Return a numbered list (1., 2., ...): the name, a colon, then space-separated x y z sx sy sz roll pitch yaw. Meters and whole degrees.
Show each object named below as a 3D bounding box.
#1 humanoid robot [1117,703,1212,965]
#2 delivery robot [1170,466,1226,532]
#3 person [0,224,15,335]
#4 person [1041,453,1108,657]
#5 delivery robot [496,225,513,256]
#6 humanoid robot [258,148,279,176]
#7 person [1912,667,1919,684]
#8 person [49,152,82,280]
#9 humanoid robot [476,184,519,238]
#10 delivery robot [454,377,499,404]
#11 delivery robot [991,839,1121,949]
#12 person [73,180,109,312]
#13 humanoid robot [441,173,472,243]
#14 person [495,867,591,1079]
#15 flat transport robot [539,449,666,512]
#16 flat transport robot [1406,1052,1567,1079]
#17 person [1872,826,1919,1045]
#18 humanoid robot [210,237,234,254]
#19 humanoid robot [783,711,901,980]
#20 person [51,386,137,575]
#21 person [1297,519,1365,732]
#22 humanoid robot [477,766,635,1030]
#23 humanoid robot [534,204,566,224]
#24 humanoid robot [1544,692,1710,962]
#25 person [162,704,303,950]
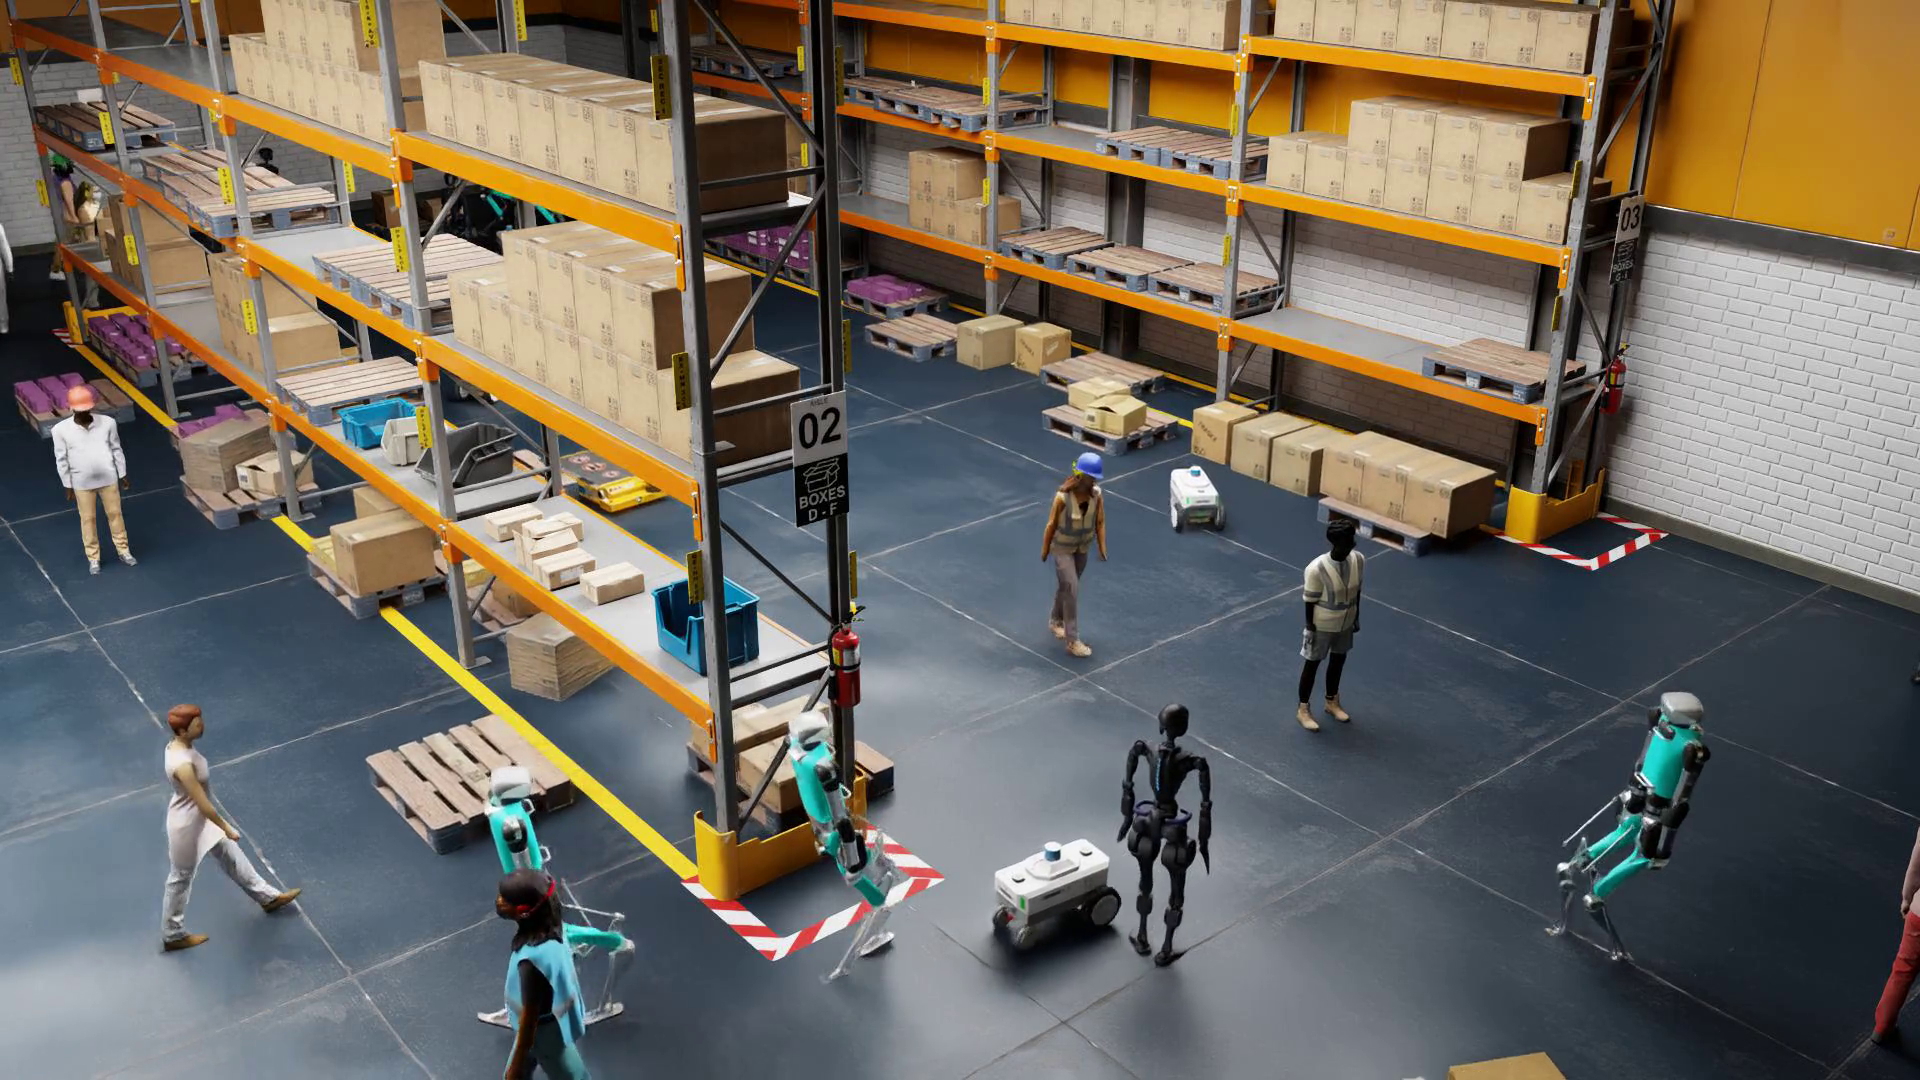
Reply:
1. humanoid robot: 1.212 1.729 9.868 0.613 1.641 0.349 13 26 27
2. delivery robot: 2.295 -0.404 16.243 0.499 0.614 0.790 -2 23 -5
3. person: -12.839 -3.597 21.959 0.670 1.860 0.471 -4 24 -10
4. person: 0.940 0.089 13.581 0.492 1.730 0.816 -14 27 -28
5. delivery robot: -6.986 -4.585 25.920 0.499 0.610 0.788 -10 25 -23
6. humanoid robot: -10.939 -5.436 26.505 0.605 1.629 0.752 14 27 29
7. person: 7.811 0.268 12.943 0.547 1.924 0.387 13 26 27
8. person: -13.249 -4.841 24.817 1.021 1.878 0.552 -13 27 -28
9. humanoid robot: -7.509 -5.741 27.139 1.013 1.758 0.532 4 24 9
10. delivery robot: -5.634 -1.943 19.792 0.524 0.602 0.774 7 24 16
11. delivery robot: 0.599 2.151 10.325 0.791 0.614 0.499 -15 27 -30
12. person: -11.835 -4.065 23.069 0.892 1.835 0.577 -2 23 -4
13. humanoid robot: -7.452 -4.625 24.567 0.599 1.642 0.396 15 27 30
14. person: -2.038 2.406 8.122 0.986 1.820 0.522 -5 24 -12
15. flat transport robot: -3.705 -0.633 17.110 0.659 0.231 1.431 -21 31 -39
16. flat transport robot: 2.385 3.450 7.654 0.659 0.231 1.431 -5 24 -11
17. person: 5.363 2.054 9.013 0.347 1.758 0.520 -15 28 -31
18. humanoid robot: -9.836 -3.724 22.496 0.500 1.641 0.609 13 27 28
19. humanoid robot: -0.566 1.750 9.758 0.880 1.768 0.545 -13 27 -28
20. person: -7.835 -0.559 15.067 0.562 1.749 0.331 -17 29 -34
21. person: 2.769 0.618 12.419 0.534 1.691 0.319 -12 26 -25
22. humanoid robot: -2.200 1.994 9.168 1.036 1.731 0.558 -10 25 -22
23. humanoid robot: -6.575 -5.436 26.412 0.726 1.794 0.556 9 25 19
24. humanoid robot: 3.873 1.741 9.816 0.801 1.806 0.546 -3 24 -7
25. person: -4.501 1.697 10.002 0.875 1.614 0.432 -8 25 -19
